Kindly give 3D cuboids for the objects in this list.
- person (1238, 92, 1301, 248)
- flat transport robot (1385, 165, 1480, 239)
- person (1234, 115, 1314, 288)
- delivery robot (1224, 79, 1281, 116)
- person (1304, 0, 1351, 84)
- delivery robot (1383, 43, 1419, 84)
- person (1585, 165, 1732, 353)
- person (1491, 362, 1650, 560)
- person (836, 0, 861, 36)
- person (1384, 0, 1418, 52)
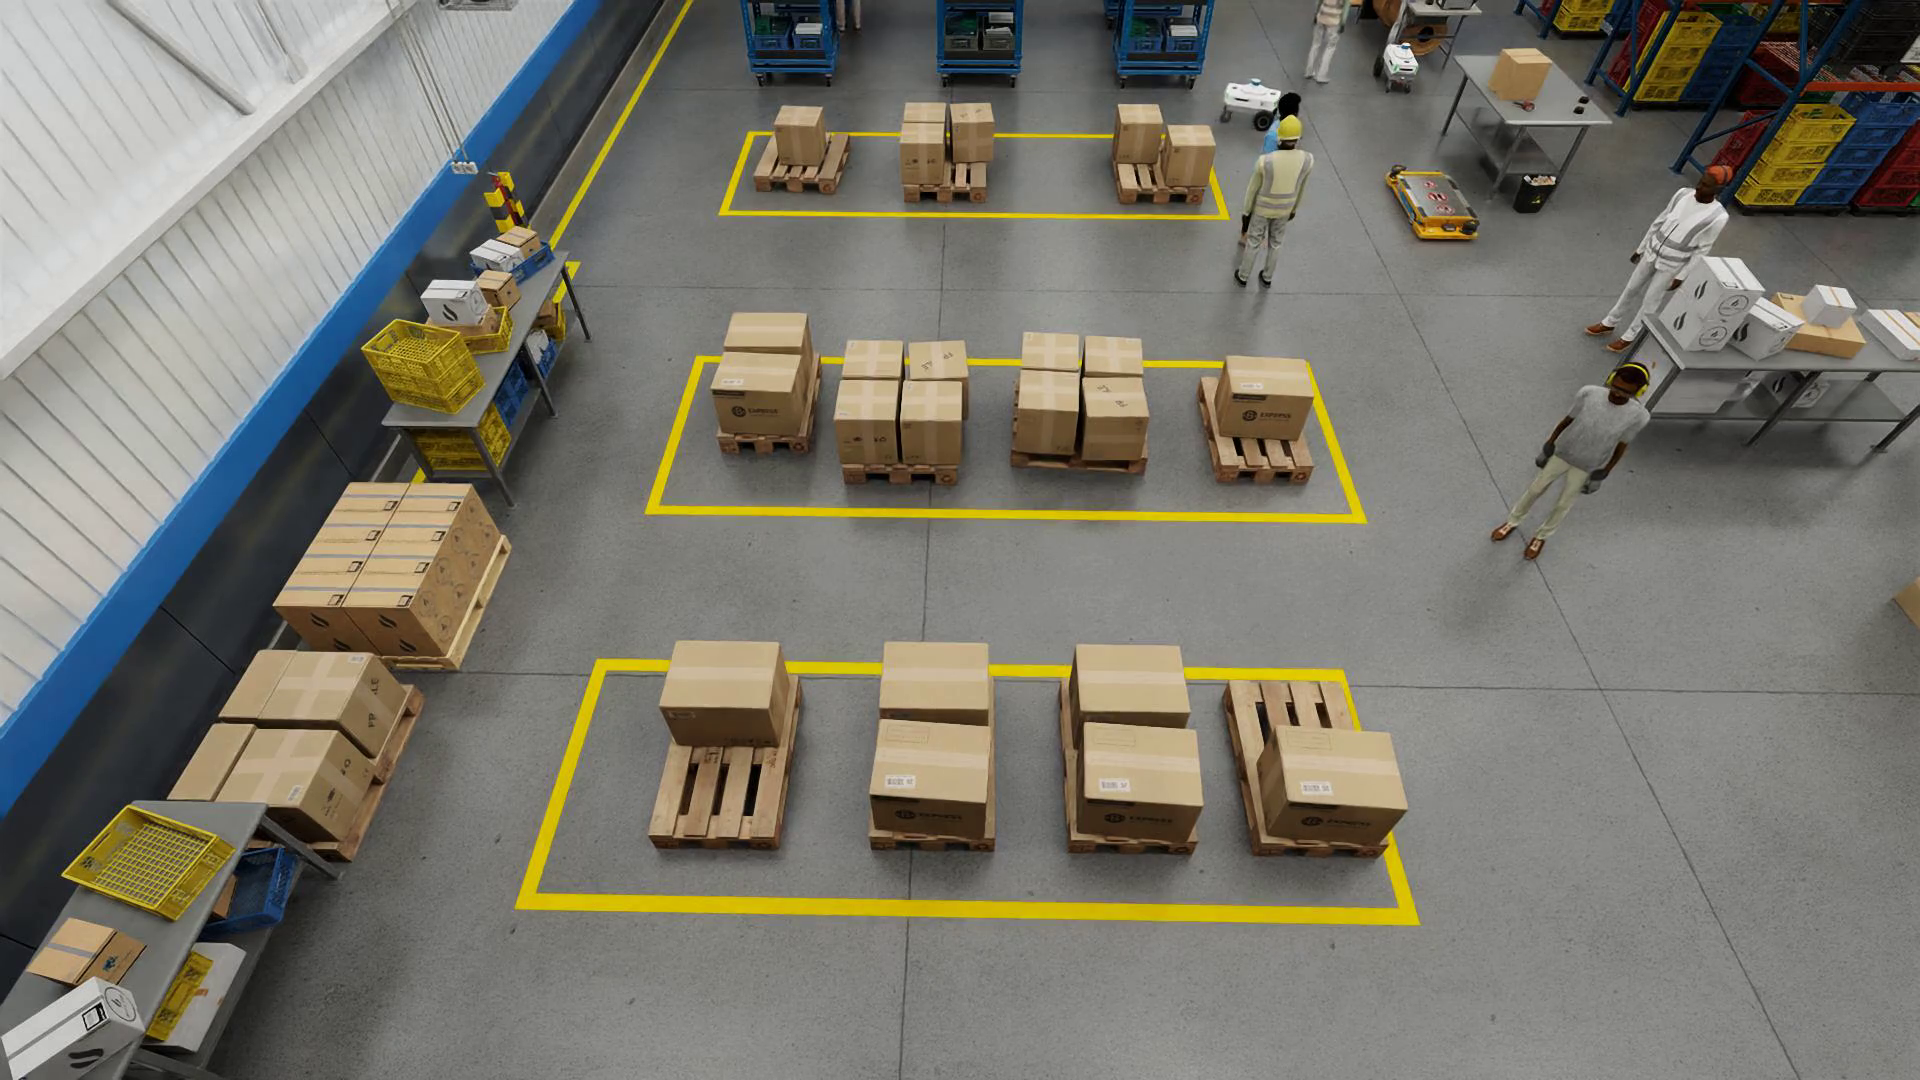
[{"bbox_3d":[3.412,-4.060,10.091,0.317,1.695,0.540,24,53,19],"label":"person"},{"bbox_3d":[5.692,-4.094,11.059,0.652,0.197,1.431,1,49,1],"label":"flat transport robot"},{"bbox_3d":[3.222,-3.457,9.486,0.595,1.829,0.403,-1,49,-1],"label":"person"},{"bbox_3d":[3.971,-6.006,12.465,0.707,0.478,0.477,15,51,13],"label":"delivery robot"},{"bbox_3d":[5.233,-7.364,12.993,0.340,1.636,0.530,-31,56,-24],"label":"person"},{"bbox_3d":[6.372,-6.919,13.258,0.477,0.478,0.707,5,49,4],"label":"delivery robot"},{"bbox_3d":[6.718,-2.668,8.765,0.343,1.882,0.586,-13,50,-11],"label":"person"},{"bbox_3d":[4.677,-0.590,6.986,0.331,1.861,0.493,-34,57,-26],"label":"person"},{"bbox_3d":[-1.771,-8.848,14.055,0.625,1.981,0.412,-20,52,-16],"label":"person"},{"bbox_3d":[6.577,-7.906,13.272,0.371,1.932,0.631,21,52,18],"label":"person"}]
